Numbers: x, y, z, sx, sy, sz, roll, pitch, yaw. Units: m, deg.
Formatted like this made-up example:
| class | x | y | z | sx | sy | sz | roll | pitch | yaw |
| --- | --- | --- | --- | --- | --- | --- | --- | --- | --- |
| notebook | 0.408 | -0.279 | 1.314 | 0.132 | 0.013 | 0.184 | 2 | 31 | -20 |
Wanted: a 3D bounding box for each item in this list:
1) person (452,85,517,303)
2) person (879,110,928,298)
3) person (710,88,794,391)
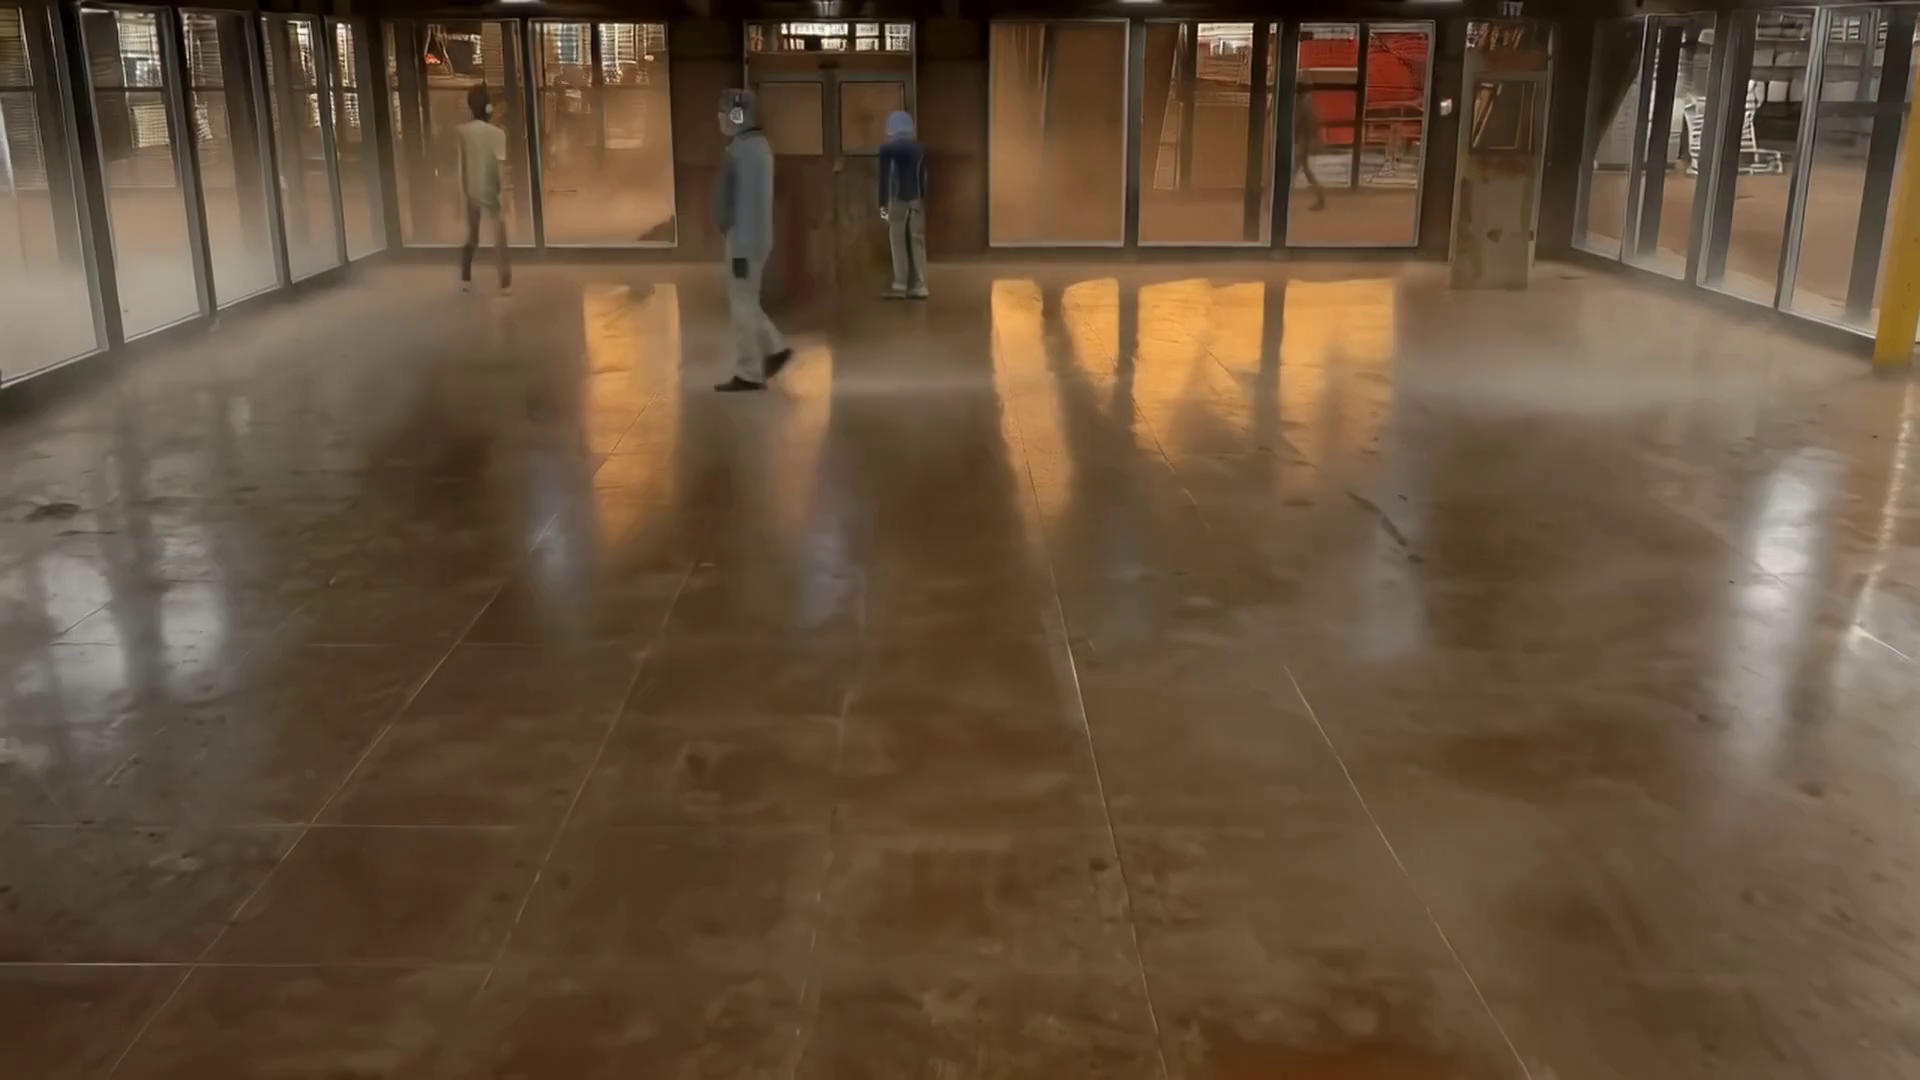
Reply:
| class | x | y | z | sx | sy | sz | roll | pitch | yaw |
| --- | --- | --- | --- | --- | --- | --- | --- | --- | --- |
| person | -4.146 | -2.985 | 14.385 | 0.514 | 1.841 | 0.901 | 1 | 16 | 3 |
| person | -0.497 | -2.945 | 14.623 | 0.499 | 1.627 | 0.286 | -14 | 21 | -39 |
| person | -1.375 | -1.879 | 10.506 | 0.427 | 1.895 | 0.667 | 0 | 16 | -1 |
